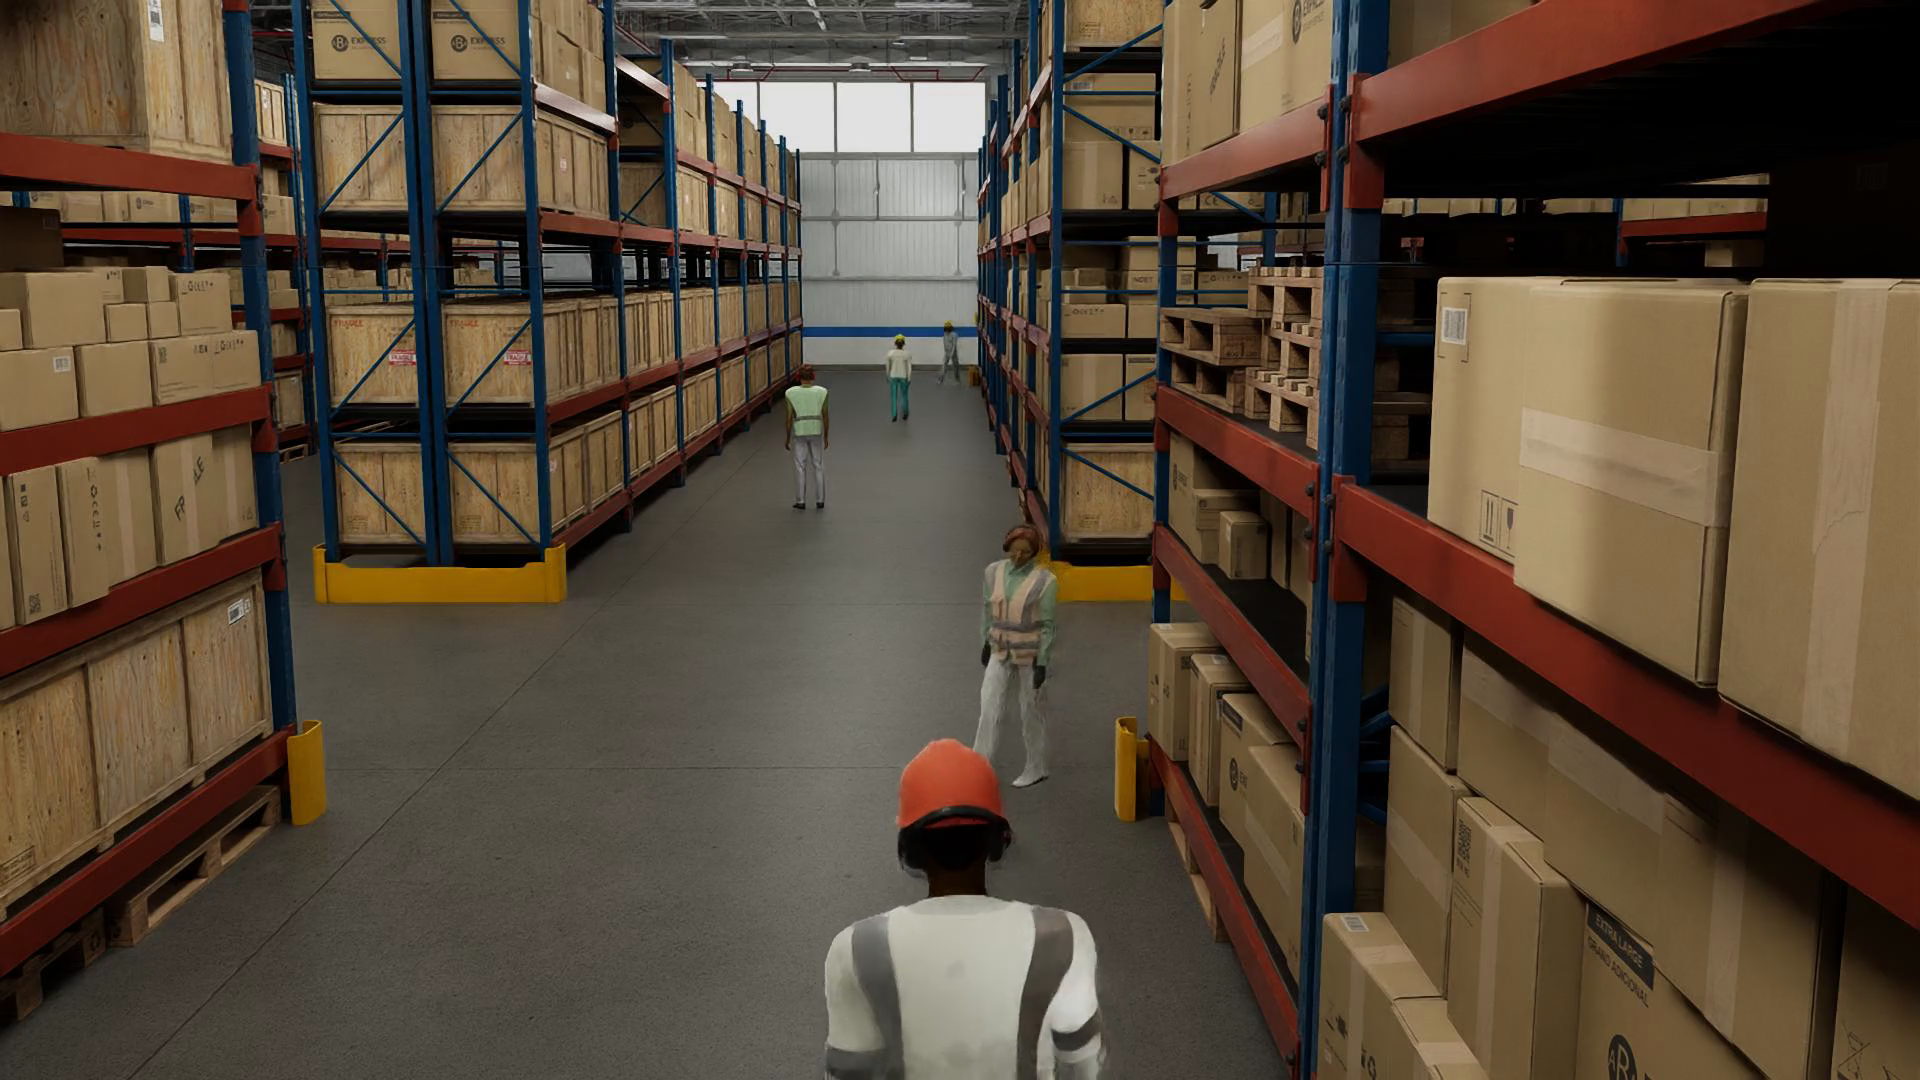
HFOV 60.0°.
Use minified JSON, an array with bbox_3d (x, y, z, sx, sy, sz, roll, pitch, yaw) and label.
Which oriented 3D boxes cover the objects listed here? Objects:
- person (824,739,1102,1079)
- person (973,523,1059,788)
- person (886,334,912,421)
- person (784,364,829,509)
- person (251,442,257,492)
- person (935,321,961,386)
[{"bbox_3d":[0.013,1.436,3.807,0.616,1.973,1.085,0,9,2],"label":"person"},{"bbox_3d":[0.270,0.694,9.518,0.576,1.589,0.780,6,11,34],"label":"person"},{"bbox_3d":[-1.212,-3.243,33.294,0.541,1.721,0.923,1,9,6],"label":"person"},{"bbox_3d":[-1.933,-1.303,21.033,0.564,1.838,0.389,-3,10,-19],"label":"person"},{"bbox_3d":[-7.592,-0.568,17.287,0.495,1.589,0.790,0,9,1],"label":"person"},{"bbox_3d":[-0.280,-4.822,43.084,0.494,1.682,0.941,7,11,35],"label":"person"}]
